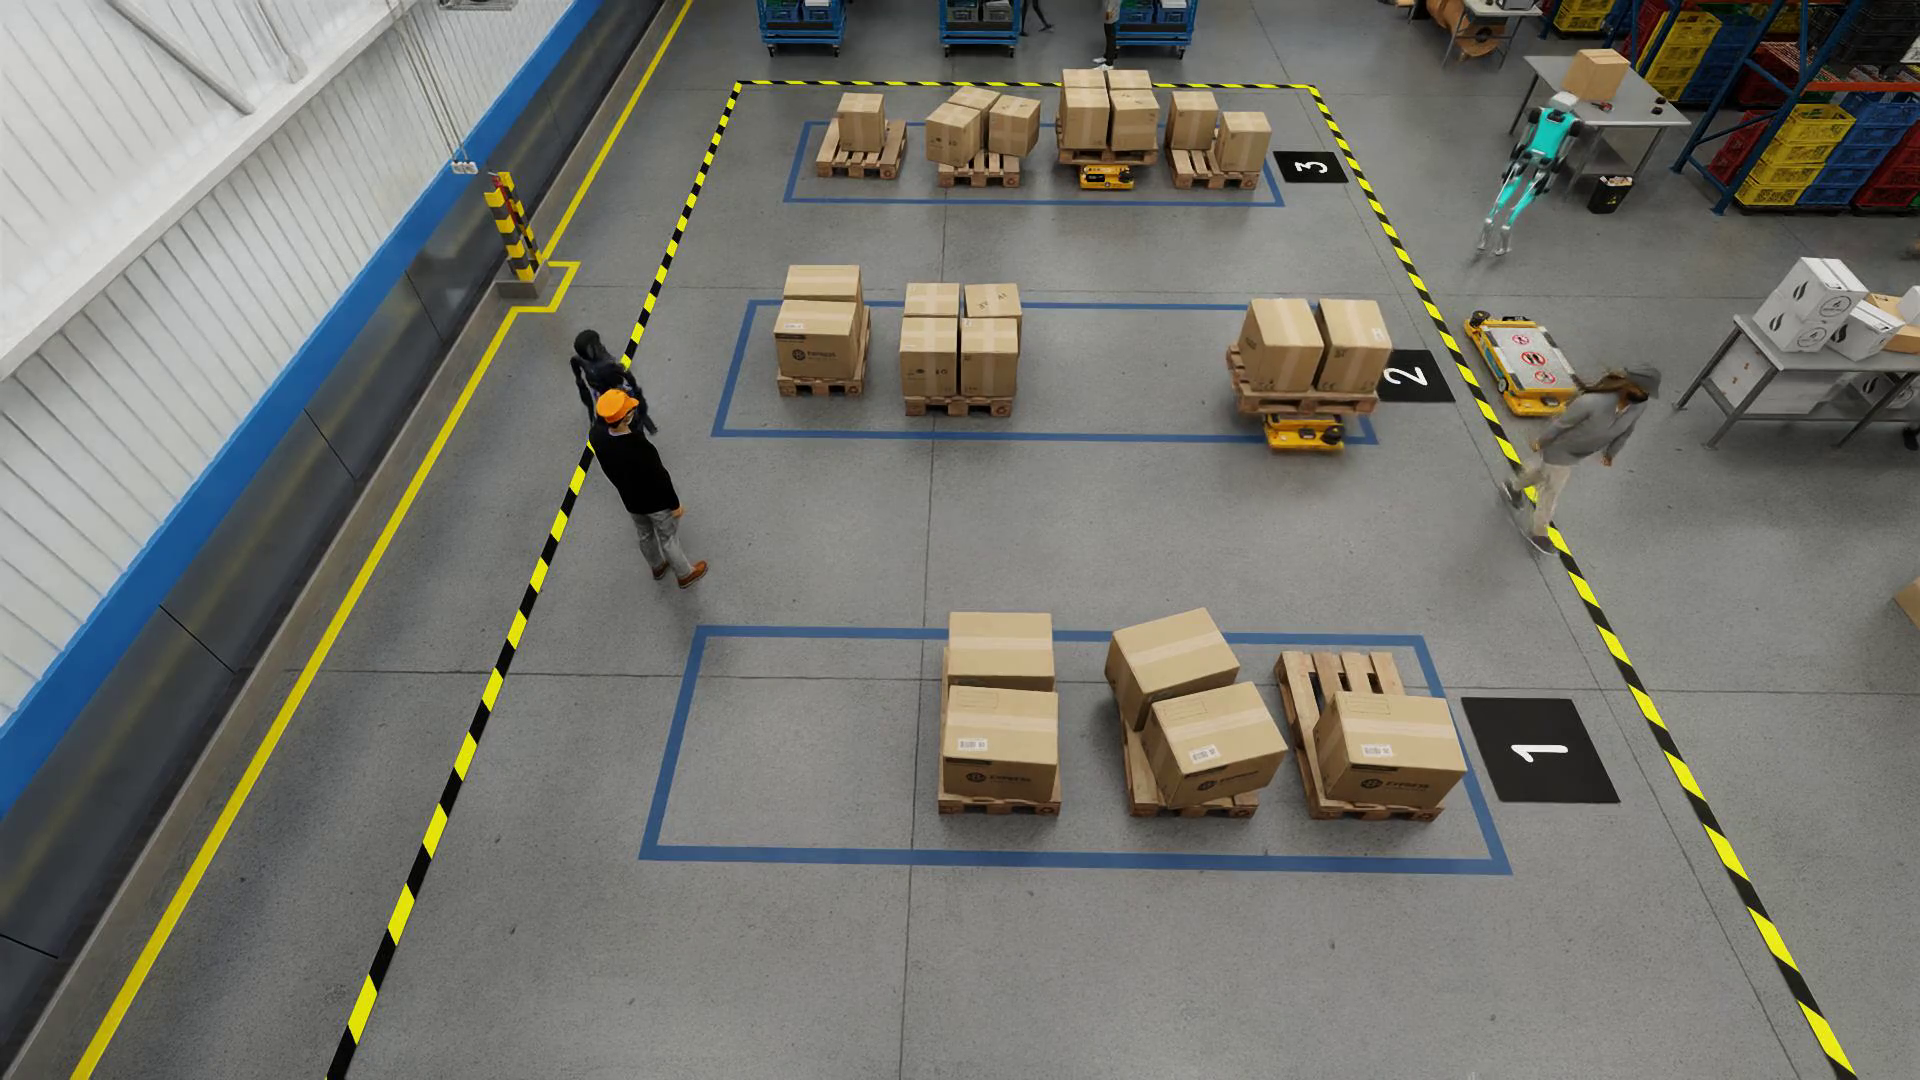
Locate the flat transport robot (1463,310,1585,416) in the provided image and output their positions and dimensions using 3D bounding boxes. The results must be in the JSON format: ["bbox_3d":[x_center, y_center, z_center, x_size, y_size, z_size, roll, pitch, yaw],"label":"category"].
[{"bbox_3d":[5.573,-1.757,9.054,0.659,0.231,1.431,1,49,1],"label":"flat transport robot"}]

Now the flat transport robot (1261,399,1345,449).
[{"bbox_3d":[3.165,-1.423,8.747,0.652,0.197,1.431,1,49,1],"label":"flat transport robot"}]

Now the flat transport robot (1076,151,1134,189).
[{"bbox_3d":[1.845,-4.982,11.827,0.652,0.197,1.431,1,49,1],"label":"flat transport robot"}]

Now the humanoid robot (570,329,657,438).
[{"bbox_3d":[-2.799,-1.112,7.569,0.611,1.644,0.475,11,50,9],"label":"humanoid robot"}]

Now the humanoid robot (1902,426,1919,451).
[{"bbox_3d":[8.718,-1.256,7.706,0.610,1.623,0.718,17,51,15],"label":"humanoid robot"}]

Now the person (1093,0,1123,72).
[{"bbox_3d":[2.142,-7.760,13.203,0.397,1.850,0.597,5,49,4],"label":"person"}]

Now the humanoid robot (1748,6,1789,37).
[{"bbox_3d":[12.117,-8.106,13.596,0.786,1.797,0.548,-6,49,-5],"label":"humanoid robot"}]

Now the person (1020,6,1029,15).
[{"bbox_3d":[0.774,-9.449,14.611,0.916,1.925,0.647,7,50,6],"label":"person"}]

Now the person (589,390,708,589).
[{"bbox_3d":[-2.309,-0.339,6.761,0.585,1.882,0.372,19,52,16],"label":"person"}]

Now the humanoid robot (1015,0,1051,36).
[{"bbox_3d":[1.162,-8.691,14.137,0.595,1.647,0.584,12,50,10],"label":"humanoid robot"}]

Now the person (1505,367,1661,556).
[{"bbox_3d":[4.850,-0.680,7.154,0.576,1.713,0.920,-9,50,-8],"label":"person"}]

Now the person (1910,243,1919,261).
[{"bbox_3d":[11.092,-3.667,9.565,0.770,2.016,0.638,17,51,14],"label":"person"}]

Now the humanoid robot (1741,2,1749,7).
[{"bbox_3d":[12.991,-9.646,14.977,0.771,1.626,0.597,16,51,14],"label":"humanoid robot"}]

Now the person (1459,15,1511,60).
[{"bbox_3d":[8.010,-8.088,13.538,0.604,1.786,0.949,31,56,24],"label":"person"}]

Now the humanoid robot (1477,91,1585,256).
[{"bbox_3d":[5.987,-3.823,9.782,0.735,1.677,0.533,-36,58,-27],"label":"humanoid robot"}]

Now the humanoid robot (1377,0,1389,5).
[{"bbox_3d":[7.407,-9.653,14.970,0.716,1.630,0.593,12,50,10],"label":"humanoid robot"}]
